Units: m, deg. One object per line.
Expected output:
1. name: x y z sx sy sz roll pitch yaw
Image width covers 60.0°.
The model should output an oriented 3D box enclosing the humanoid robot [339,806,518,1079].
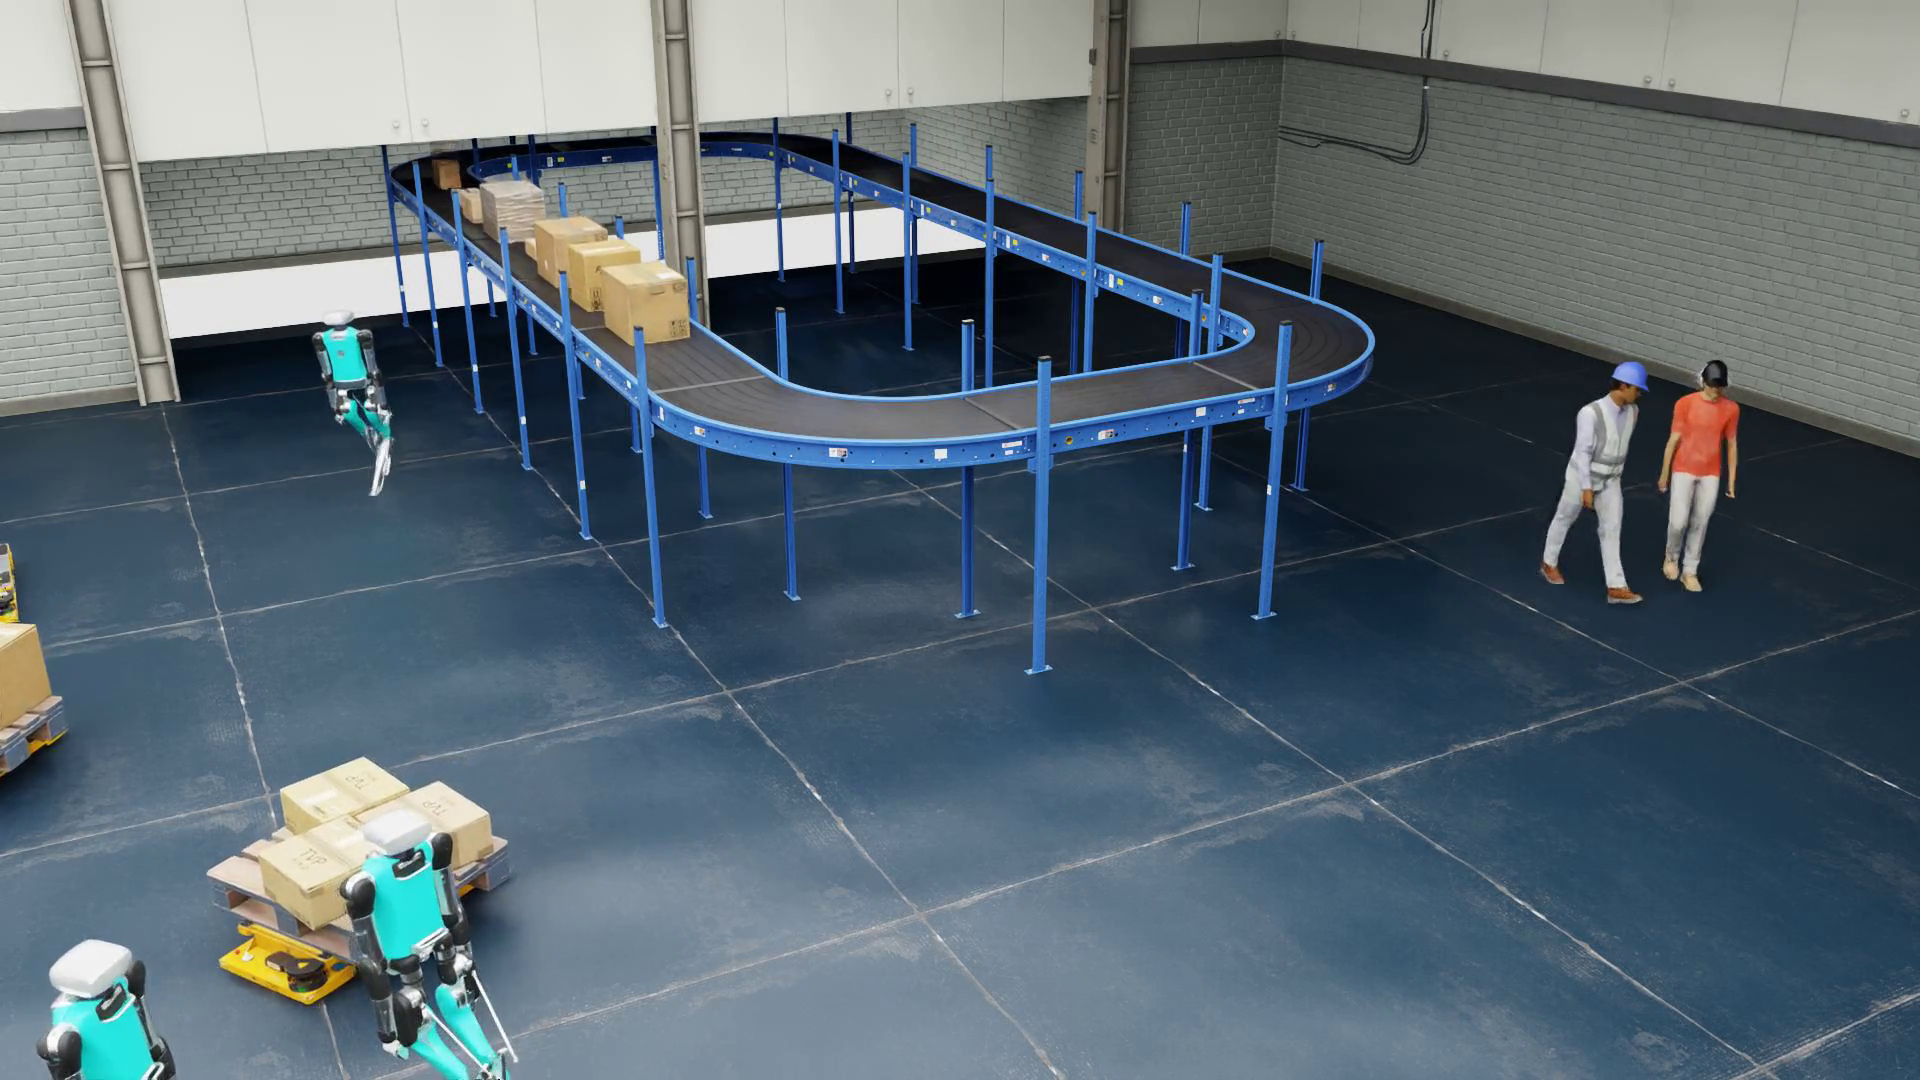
1. humanoid robot: -2.113 1.977 6.980 0.737 1.740 0.535 12 25 27

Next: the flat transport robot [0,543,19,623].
1. flat transport robot: -7.744 0.372 12.955 0.659 0.231 1.431 -12 25 -27

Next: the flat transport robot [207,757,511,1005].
1. flat transport robot: -3.193 1.971 9.003 0.659 0.231 1.431 12 25 26

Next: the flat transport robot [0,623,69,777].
1. flat transport robot: -6.357 1.429 10.343 0.659 0.231 1.431 3 22 7

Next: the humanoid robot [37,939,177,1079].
1. humanoid robot: -2.885 2.352 6.249 0.726 1.895 0.534 2 22 4

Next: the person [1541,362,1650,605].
1. person: 4.946 -0.450 12.834 0.628 1.874 0.972 -8 23 -18

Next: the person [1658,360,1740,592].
1. person: 5.752 -0.487 12.915 0.584 1.892 0.466 3 22 7

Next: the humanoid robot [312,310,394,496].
1. humanoid robot: -5.404 -1.287 15.166 0.565 1.821 0.887 0 22 1
